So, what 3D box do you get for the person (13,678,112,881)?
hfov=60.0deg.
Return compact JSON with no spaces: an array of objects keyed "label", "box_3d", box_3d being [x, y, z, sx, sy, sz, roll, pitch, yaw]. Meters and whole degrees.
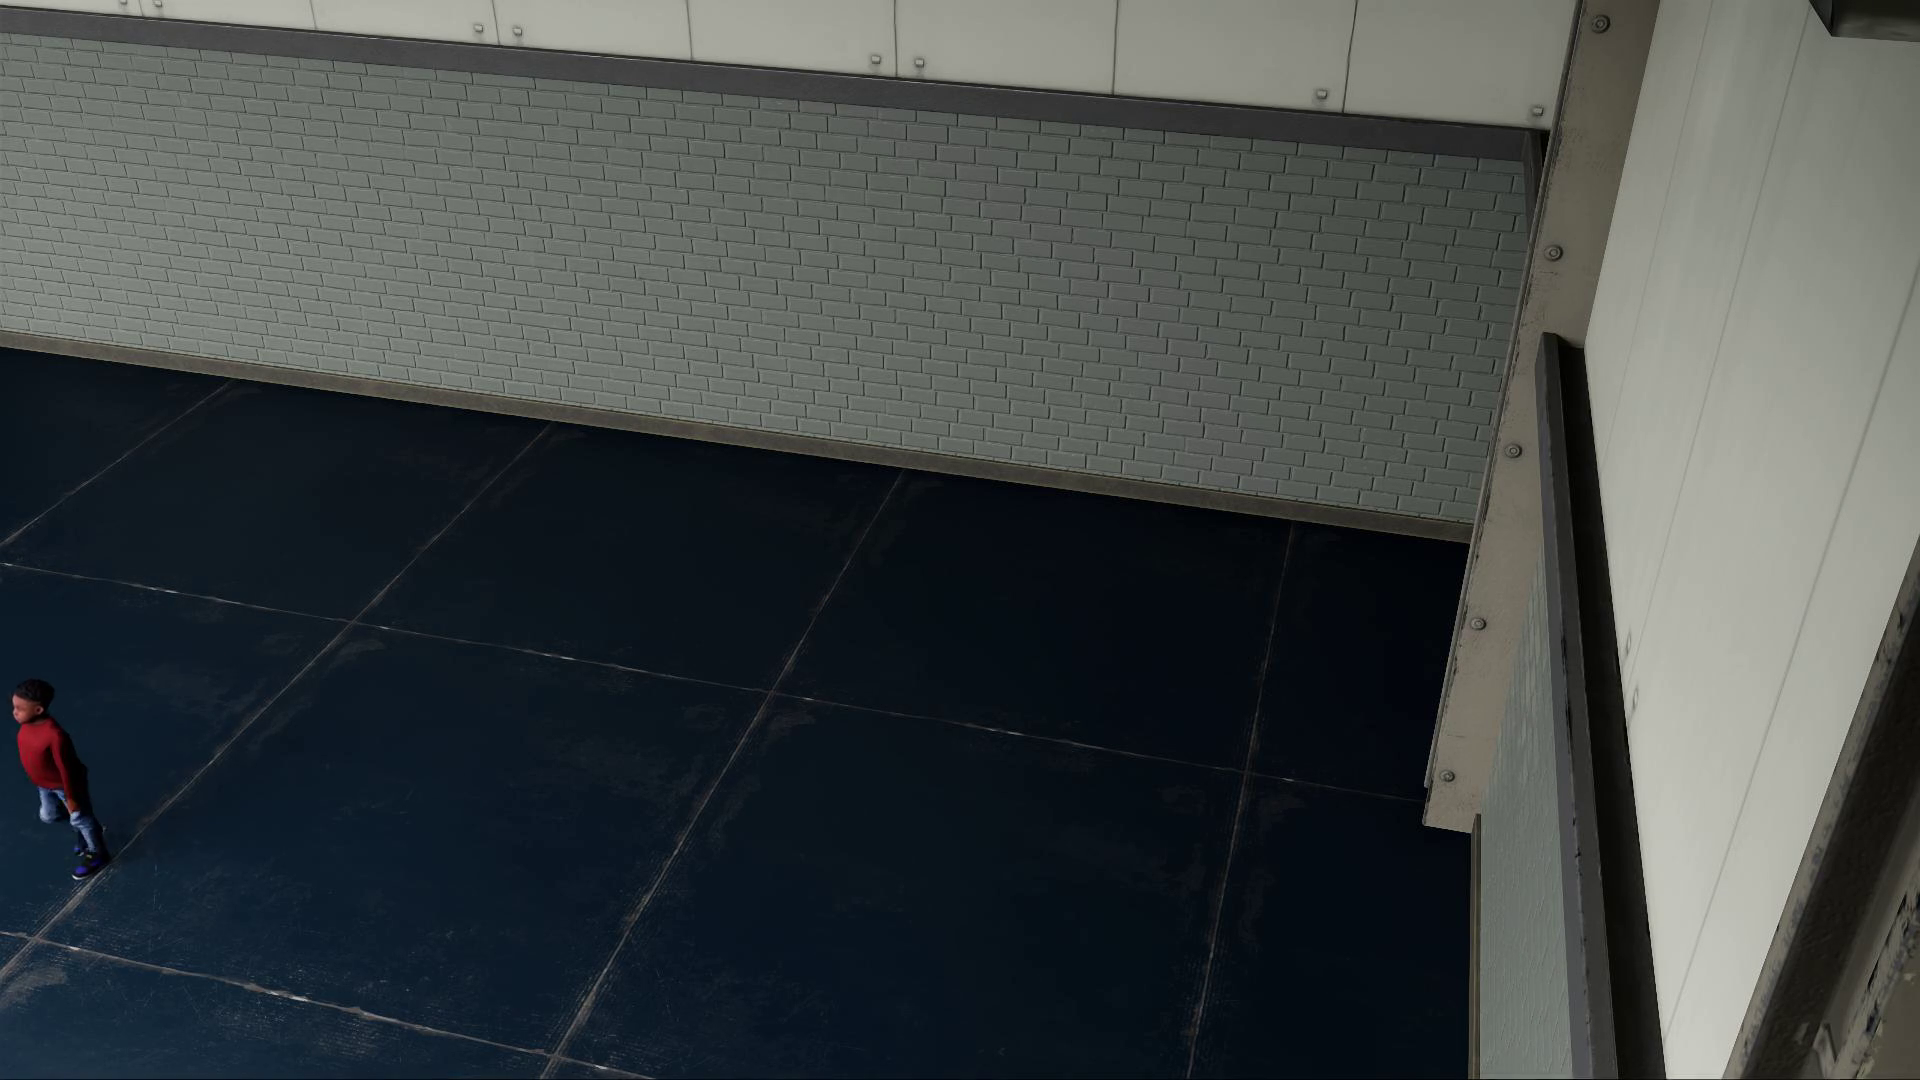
[{"label":"person","box_3d":[-4.771,1.244,8.923,0.562,1.248,0.586,19,37,27]}]
